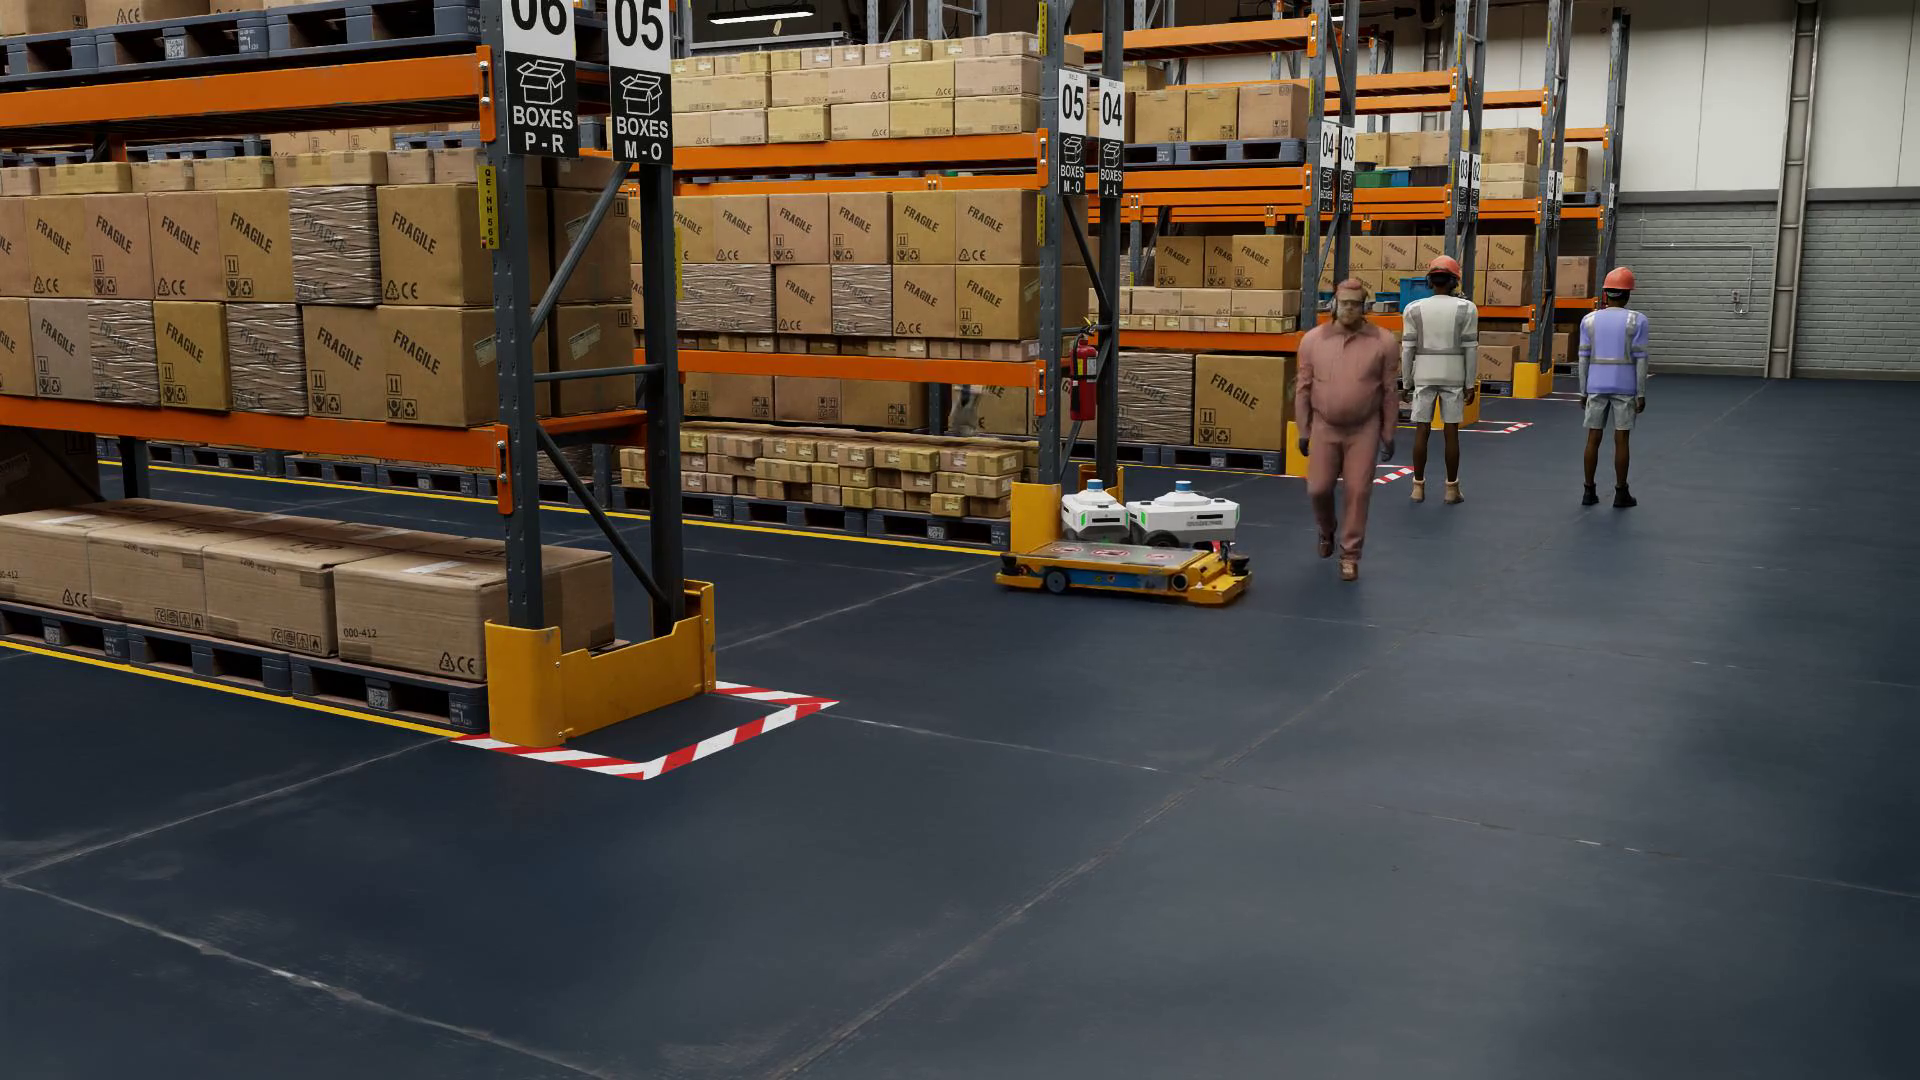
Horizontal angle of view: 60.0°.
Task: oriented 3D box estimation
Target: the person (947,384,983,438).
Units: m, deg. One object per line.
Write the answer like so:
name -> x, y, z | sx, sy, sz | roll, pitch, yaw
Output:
person -> 0.054, -1.344, 15.038 | 0.373, 1.626, 0.544 | 0, 10, 2

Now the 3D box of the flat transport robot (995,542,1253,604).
flat transport robot -> 0.998, 0.177, 10.119 | 1.431, 0.197, 0.652 | 4, 11, 24

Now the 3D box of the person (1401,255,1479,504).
person -> 3.935, -1.309, 13.669 | 0.605, 2.034, 0.389 | 4, 10, 22

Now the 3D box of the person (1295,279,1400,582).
person -> 2.455, -0.707, 10.564 | 0.650, 1.892, 0.604 | 3, 10, 17

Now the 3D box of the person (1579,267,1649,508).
person -> 5.289, -1.229, 13.478 | 0.544, 1.938, 0.354 | 7, 12, 36

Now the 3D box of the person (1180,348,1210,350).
person -> 2.656, -2.043, 18.517 | 0.530, 1.849, 0.634 | -7, 12, -36

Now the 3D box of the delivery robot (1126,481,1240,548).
delivery robot -> 1.460, -0.144, 10.895 | 0.707, 0.478, 0.477 | -2, 10, -14

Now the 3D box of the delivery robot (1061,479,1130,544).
delivery robot -> 0.885, -0.157, 10.963 | 0.477, 0.478, 0.707 | -1, 10, -7
